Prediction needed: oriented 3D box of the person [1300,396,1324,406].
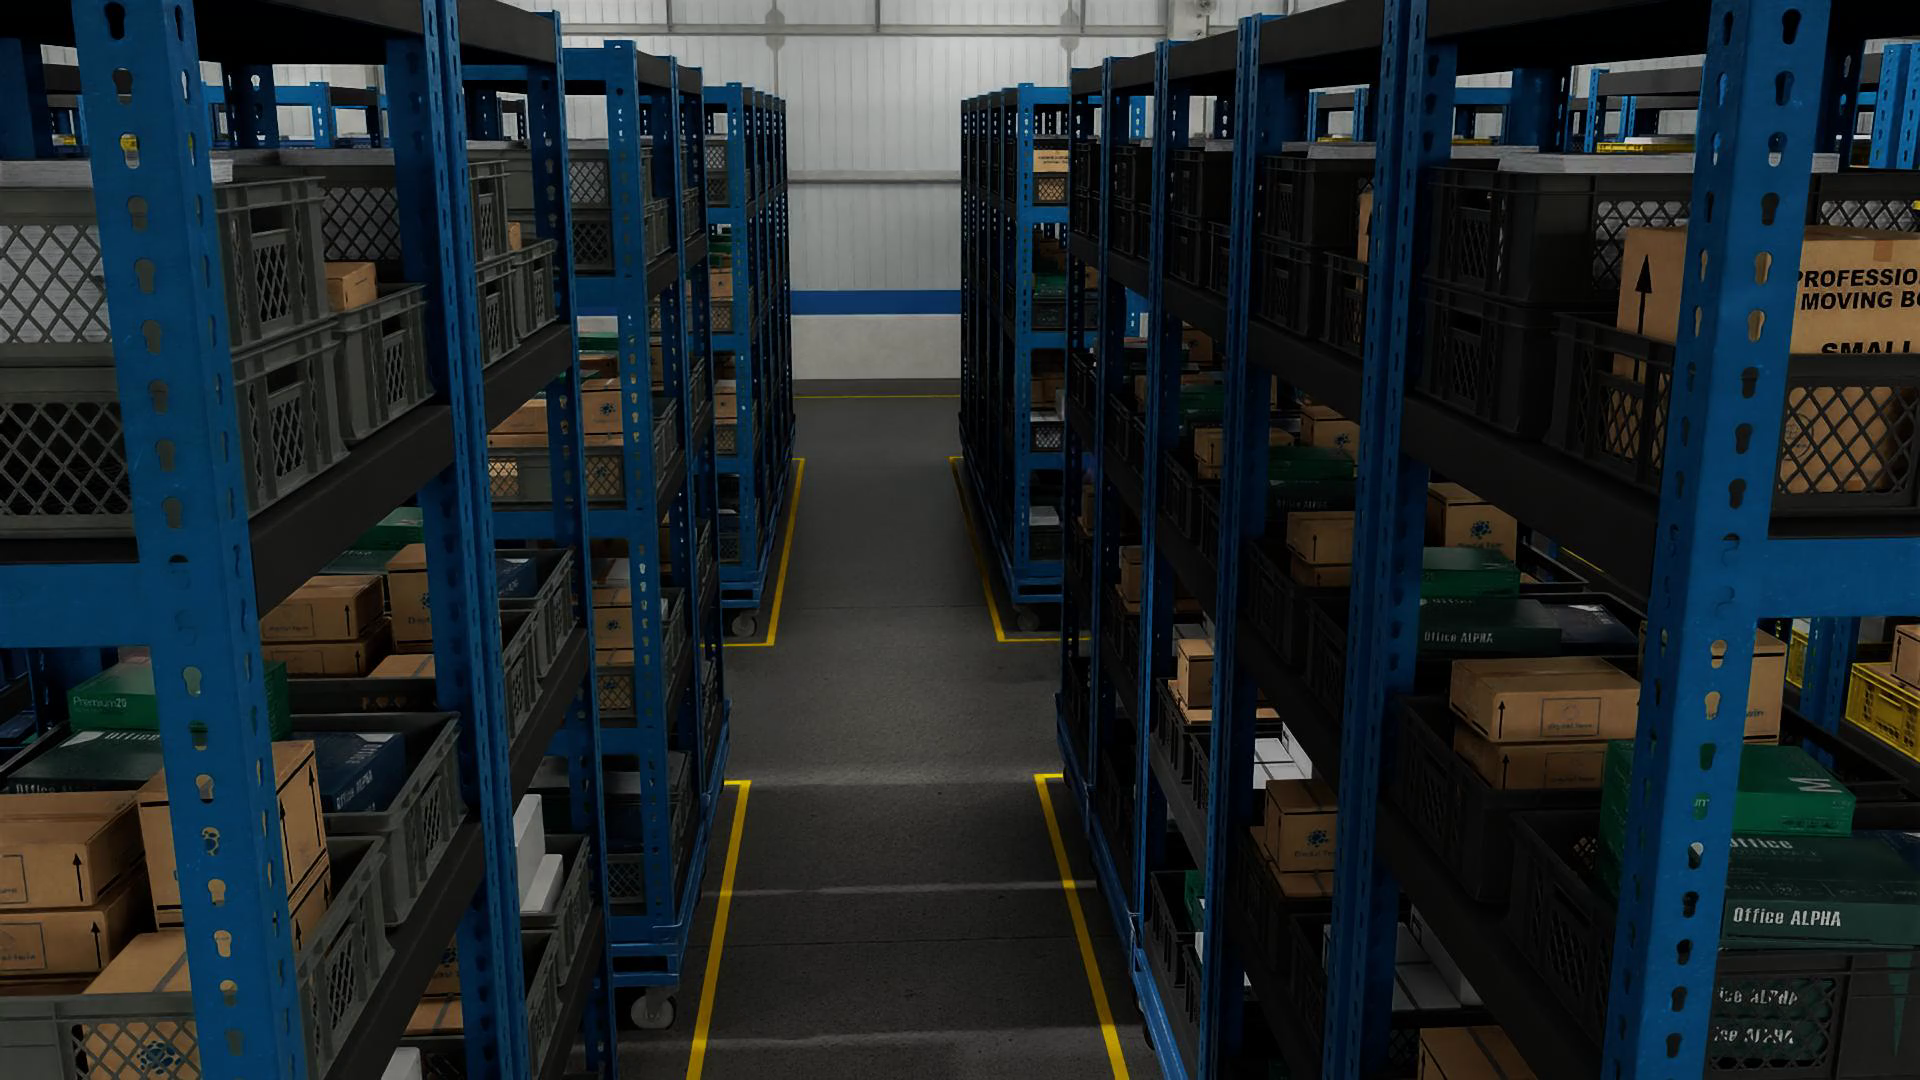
[{"bbox_3d":[2.069,0.018,9.990,1.015,1.790,0.570,1,14,3],"label":"person"}]
